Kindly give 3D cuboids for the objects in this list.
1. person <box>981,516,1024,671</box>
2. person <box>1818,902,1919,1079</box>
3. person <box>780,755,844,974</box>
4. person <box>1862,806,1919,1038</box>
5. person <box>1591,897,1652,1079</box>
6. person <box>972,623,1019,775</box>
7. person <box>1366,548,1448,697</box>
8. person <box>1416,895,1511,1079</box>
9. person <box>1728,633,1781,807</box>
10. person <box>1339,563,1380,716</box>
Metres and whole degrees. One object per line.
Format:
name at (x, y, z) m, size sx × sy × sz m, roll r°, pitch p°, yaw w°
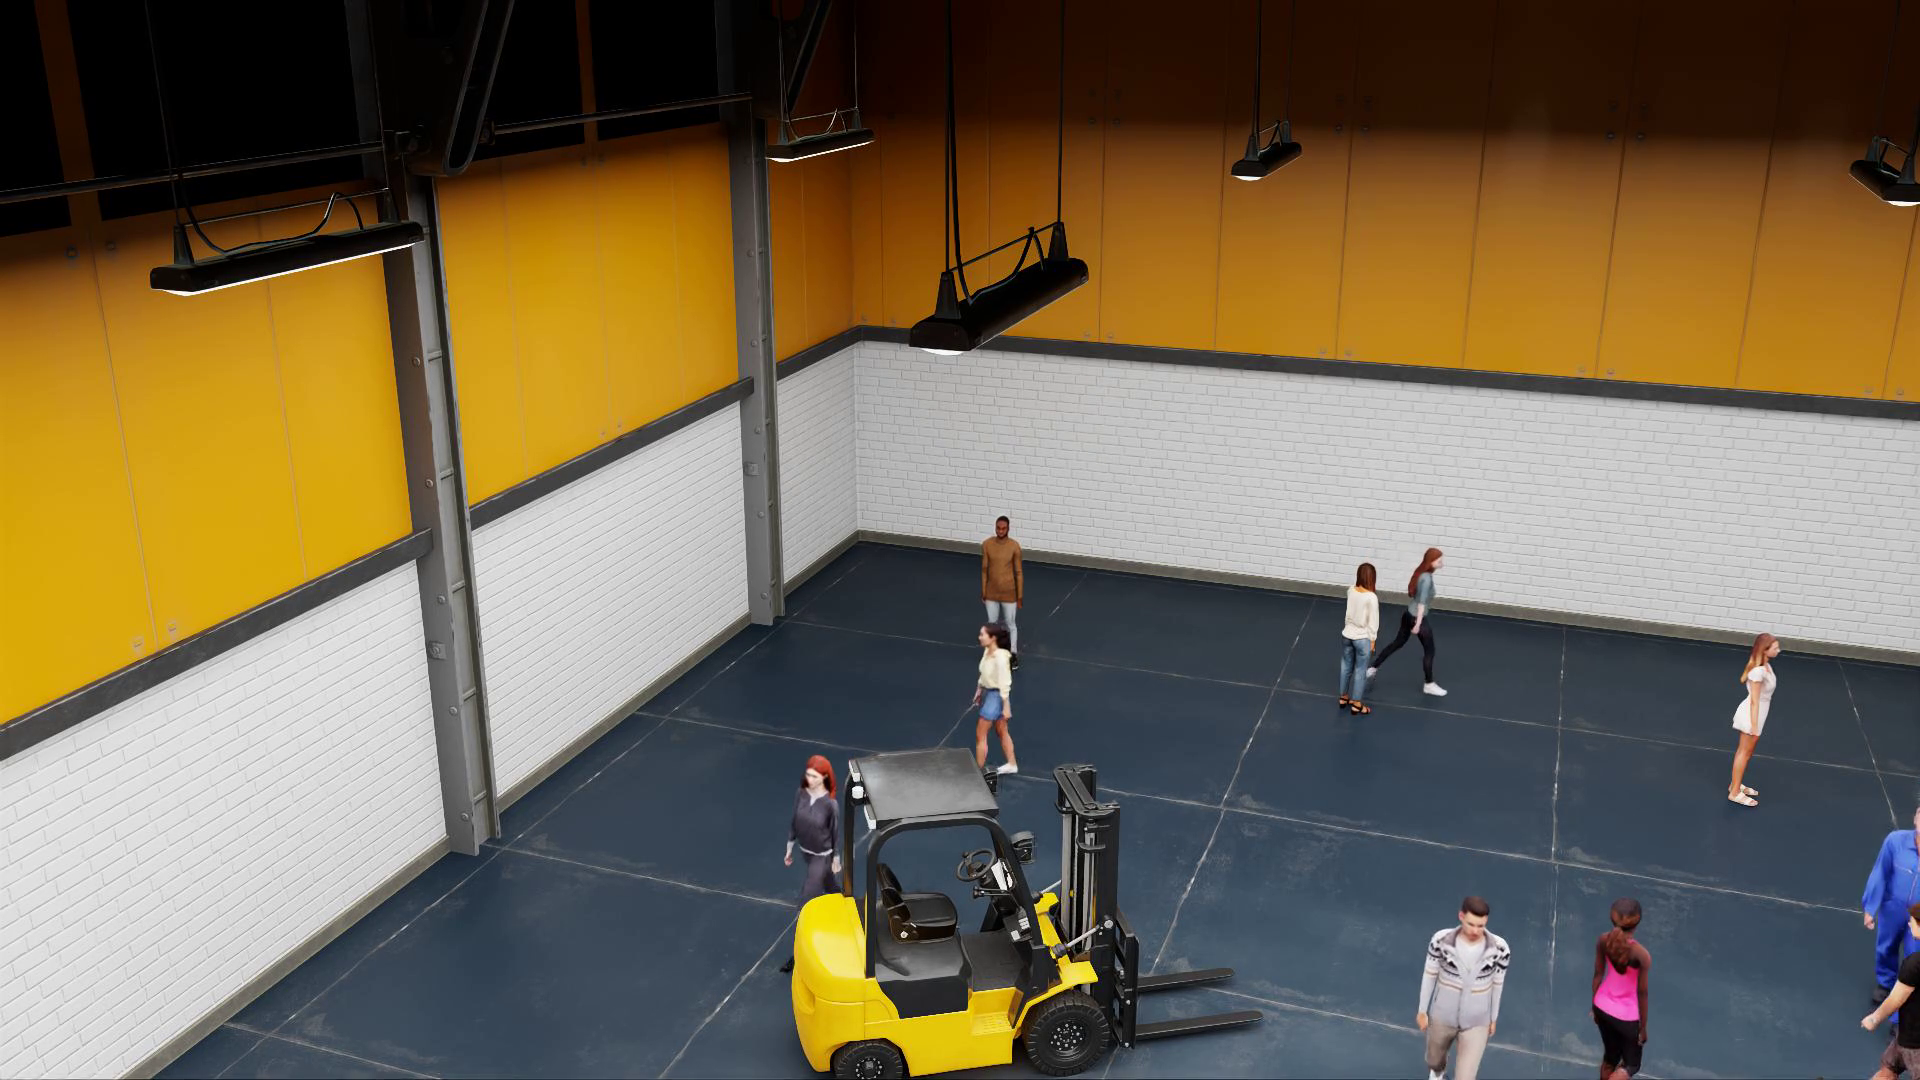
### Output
person at (0.473, 0.581, 18.851) m, size 0.640 × 1.810 × 0.562 m, roll 5°, pitch 19°, yaw 16°
person at (6.364, 3.288, 10.818) m, size 1.258 × 1.808 × 1.142 m, roll -14°, pitch 23°, yaw -35°
person at (-1.084, 2.500, 13.275) m, size 0.898 × 1.733 × 1.235 m, roll 16°, pitch 25°, yaw 40°
person at (7.090, 2.754, 12.441) m, size 0.942 × 1.784 × 1.242 m, roll 13°, pitch 22°, yaw 33°
person at (4.354, 3.224, 11.169) m, size 0.930 × 1.704 × 0.844 m, roll -10°, pitch 21°, yaw -27°
person at (0.435, 1.567, 16.241) m, size 0.959 × 1.608 × 0.932 m, roll -4°, pitch 19°, yaw -13°
person at (4.898, 0.888, 18.115) m, size 0.848 × 1.699 × 1.105 m, roll 1°, pitch 19°, yaw 3°
person at (3.359, 3.152, 11.183) m, size 0.740 × 1.833 × 1.138 m, roll 6°, pitch 19°, yaw 17°
person at (7.522, 1.671, 15.794) m, size 0.661 × 1.697 × 0.539 m, roll 10°, pitch 21°, yaw 28°
person at (4.237, 1.038, 17.701) m, size 0.739 × 1.679 × 0.688 m, roll -9°, pitch 21°, yaw -26°
